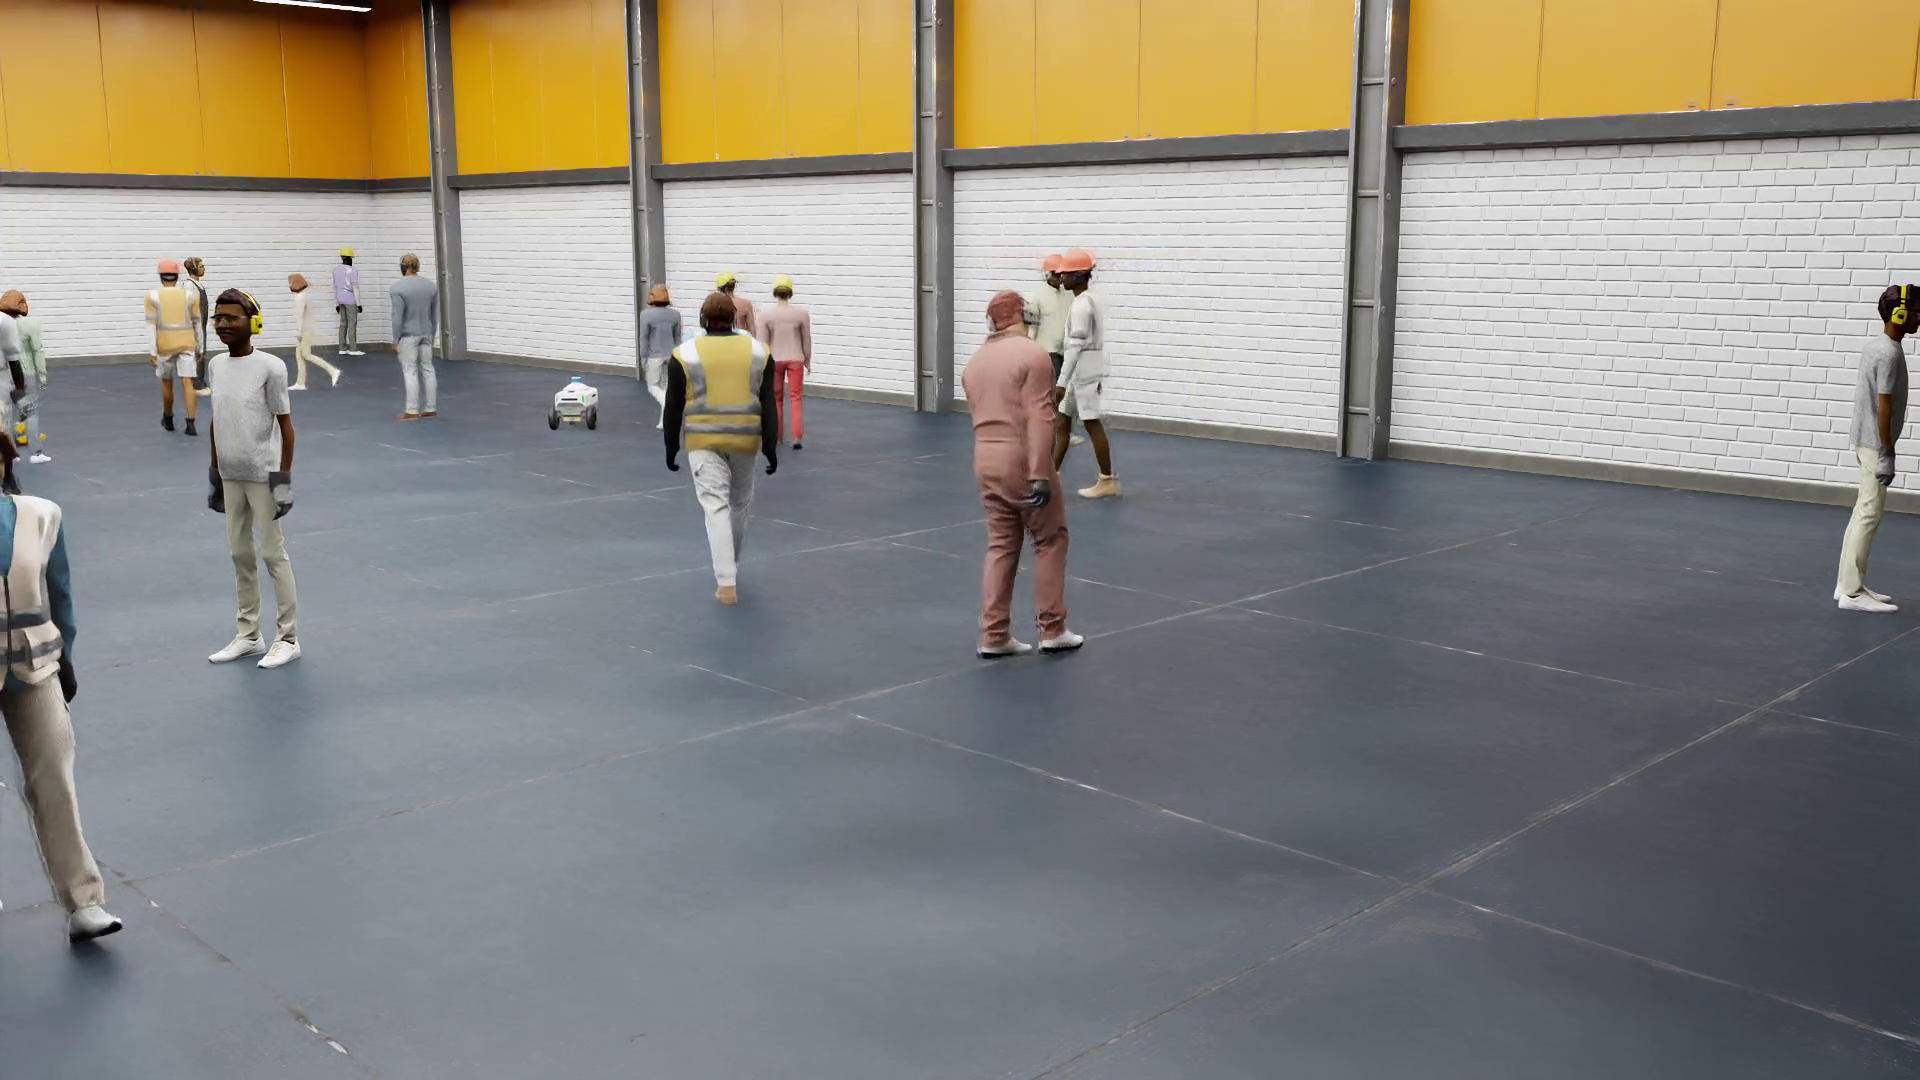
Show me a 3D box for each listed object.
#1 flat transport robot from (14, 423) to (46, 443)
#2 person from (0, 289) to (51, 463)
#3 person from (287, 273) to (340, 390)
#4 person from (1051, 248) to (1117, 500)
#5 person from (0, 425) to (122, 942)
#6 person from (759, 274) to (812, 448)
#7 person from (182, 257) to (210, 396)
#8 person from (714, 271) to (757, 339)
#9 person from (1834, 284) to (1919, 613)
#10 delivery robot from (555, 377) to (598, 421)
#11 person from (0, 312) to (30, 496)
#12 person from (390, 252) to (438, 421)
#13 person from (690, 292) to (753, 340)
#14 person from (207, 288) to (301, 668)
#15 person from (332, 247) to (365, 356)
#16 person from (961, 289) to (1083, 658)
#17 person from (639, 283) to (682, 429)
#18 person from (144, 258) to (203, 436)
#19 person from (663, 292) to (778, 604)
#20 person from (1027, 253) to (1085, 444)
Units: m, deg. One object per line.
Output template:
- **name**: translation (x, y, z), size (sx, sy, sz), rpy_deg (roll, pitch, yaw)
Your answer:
- **flat transport robot**: translation (-10.005, -1.033, 16.604), size (0.652, 0.197, 1.431), rpy_deg (5, 11, 24)
- **person**: translation (-8.817, -1.523, 15.584), size (0.499, 1.629, 0.272), rpy_deg (-1, 10, -5)
- **person**: translation (-8.967, -2.868, 22.952), size (0.674, 1.604, 0.547), rpy_deg (-3, 11, -14)
- **person**: translation (0.854, -1.320, 13.393), size (0.937, 2.011, 0.619), rpy_deg (2, 11, 9)
- **person**: translation (-2.907, 0.429, 5.023), size (0.879, 1.584, 0.541), rpy_deg (8, 13, 39)
- **person**: translation (-1.758, -1.790, 16.758), size (0.528, 1.785, 0.467), rpy_deg (-1, 10, -3)
- **person**: translation (-10.142, -2.840, 22.157), size (0.334, 1.846, 0.513), rpy_deg (-3, 11, -14)
- **person**: translation (-2.525, -2.149, 18.715), size (0.642, 1.734, 0.326), rpy_deg (-3, 11, -17)
- **person**: translation (5.241, -0.519, 9.477), size (0.317, 1.861, 0.516), rpy_deg (4, 11, 22)
- **delivery robot**: translation (-4.257, -1.564, 18.472), size (0.477, 0.478, 0.707), rpy_deg (0, 10, 0)
- **person**: translation (-7.447, -1.126, 12.636), size (0.620, 1.916, 1.023), rpy_deg (0, 10, 0)
- **person**: translation (-6.282, -2.339, 19.175), size (0.362, 1.937, 0.637), rpy_deg (7, 12, 33)
- **person**: translation (-1.884, -1.129, 13.286), size (0.544, 1.683, 0.453), rpy_deg (-3, 11, -16)
- **person**: translation (-3.531, -0.301, 8.241), size (0.530, 1.876, 0.323), rpy_deg (4, 11, 21)
- **person**: translation (-10.897, -4.247, 29.638), size (0.587, 1.920, 0.386), rpy_deg (6, 12, 31)
- **person**: translation (0.313, -0.337, 8.482), size (0.645, 1.859, 0.725), rpy_deg (-9, 14, -41)
- **person**: translation (-3.223, -1.978, 18.101), size (0.500, 1.616, 0.593), rpy_deg (-7, 13, -35)
- **person**: translation (-8.469, -2.087, 17.953), size (0.561, 1.881, 0.961), rpy_deg (-6, 12, -28)
- **person**: translation (-1.441, -0.570, 9.920), size (0.654, 1.789, 0.945), rpy_deg (-4, 11, -19)
- **person**: translation (0.926, -2.002, 17.328), size (0.621, 1.959, 1.006), rpy_deg (-10, 14, -43)
